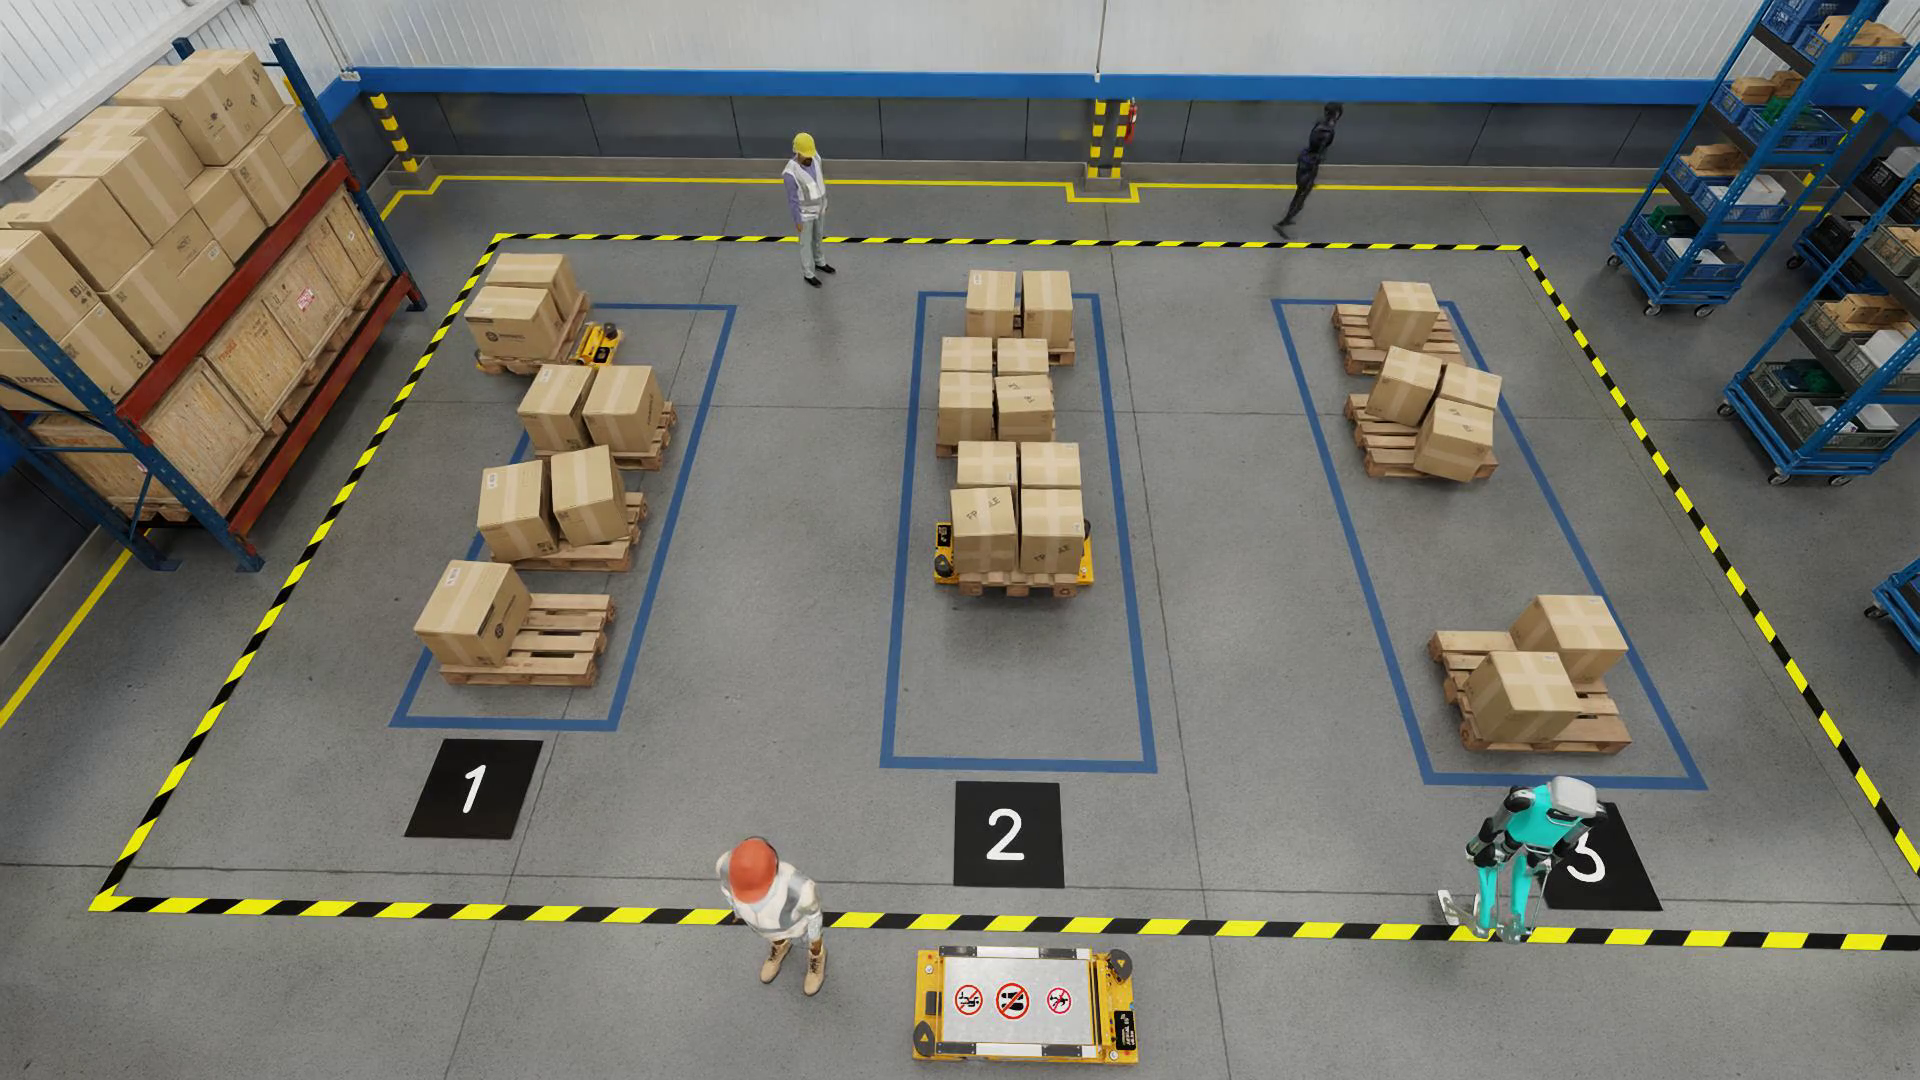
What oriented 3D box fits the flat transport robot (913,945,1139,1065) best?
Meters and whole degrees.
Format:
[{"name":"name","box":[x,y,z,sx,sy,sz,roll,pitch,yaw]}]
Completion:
[{"name":"flat transport robot","box":[0.422,3.041,6.007,1.431,0.231,0.659,1,51,1]}]

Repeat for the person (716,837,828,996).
[{"name":"person","box":[-1.101,2.268,5.491,0.606,2.047,0.366,13,52,10]}]

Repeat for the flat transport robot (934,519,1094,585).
[{"name":"flat transport robot","box":[0.490,0.087,8.397,1.431,0.197,0.652,1,51,1]}]

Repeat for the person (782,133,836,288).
[{"name":"person","box":[-1.725,-3.820,10.598,0.404,1.821,0.589,25,55,19]}]

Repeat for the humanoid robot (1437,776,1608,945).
[{"name":"humanoid robot","box":[3.481,2.128,5.717,0.533,1.677,0.735,10,51,8]}]

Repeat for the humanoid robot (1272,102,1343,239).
[{"name":"humanoid robot","box":[4.266,-4.590,11.328,0.458,1.649,0.613,8,51,7]}]

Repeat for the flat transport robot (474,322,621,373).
[{"name":"flat transport robot","box":[-4.596,-2.166,10.233,1.431,0.197,0.652,1,51,1]}]
